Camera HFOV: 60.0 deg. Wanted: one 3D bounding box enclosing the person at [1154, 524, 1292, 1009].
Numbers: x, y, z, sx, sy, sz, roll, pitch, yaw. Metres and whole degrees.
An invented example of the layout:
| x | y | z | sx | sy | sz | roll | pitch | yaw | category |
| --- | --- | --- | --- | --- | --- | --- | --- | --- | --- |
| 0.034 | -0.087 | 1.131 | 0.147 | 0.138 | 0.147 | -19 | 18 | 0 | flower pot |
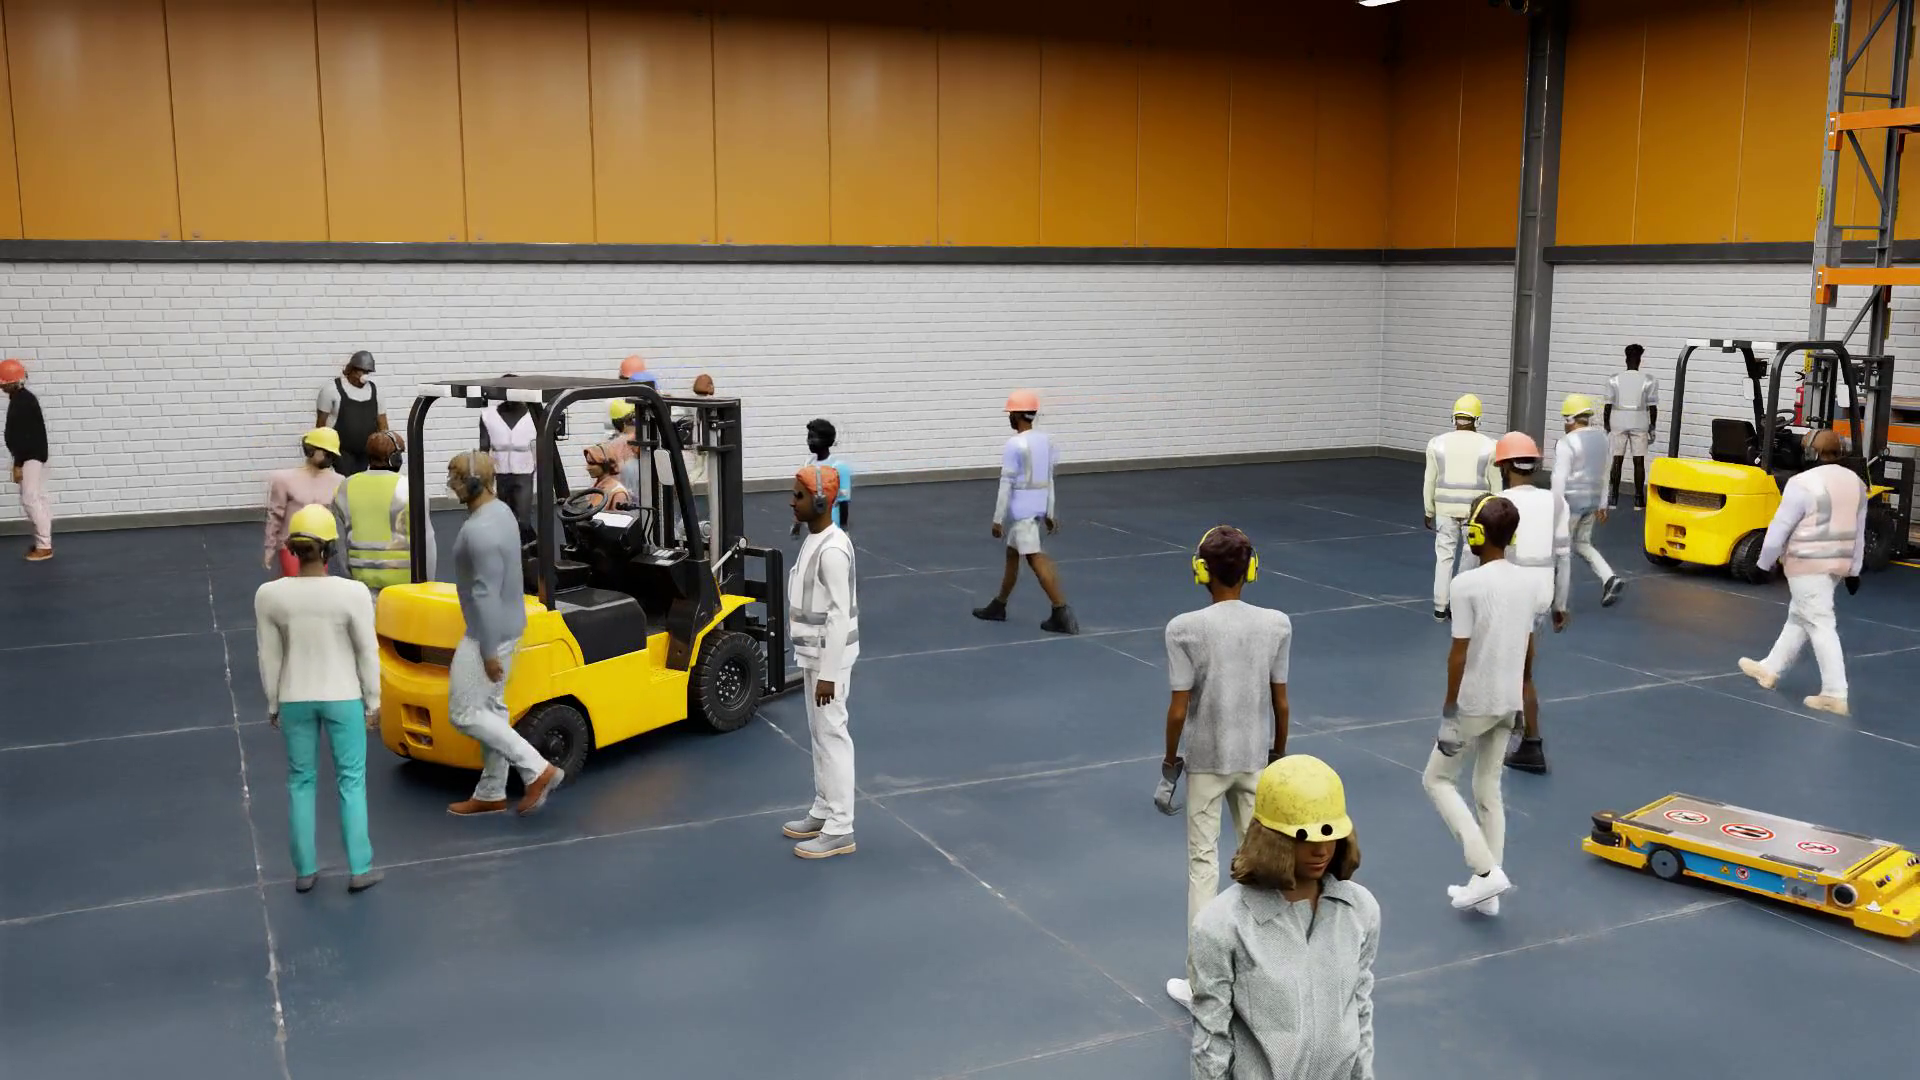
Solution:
| x | y | z | sx | sy | sz | roll | pitch | yaw | category |
| --- | --- | --- | --- | --- | --- | --- | --- | --- | --- |
| 0.986 | 0.868 | 6.267 | 0.519 | 1.861 | 0.328 | -2 | 9 | -11 | person |

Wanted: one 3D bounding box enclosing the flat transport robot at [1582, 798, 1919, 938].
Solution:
| x | y | z | sx | sy | sz | roll | pitch | yaw | category |
| --- | --- | --- | --- | --- | --- | --- | --- | --- | --- |
| 3.684 | 1.443 | 7.605 | 0.652 | 0.197 | 1.431 | -8 | 12 | -42 | flat transport robot |

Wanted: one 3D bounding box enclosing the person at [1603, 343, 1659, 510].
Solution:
| x | y | z | sx | sy | sz | roll | pitch | yaw | category |
| --- | --- | --- | --- | --- | --- | --- | --- | --- | --- |
| 7.881 | -1.329 | 19.579 | 0.609 | 1.958 | 0.389 | 4 | 10 | 25 | person |

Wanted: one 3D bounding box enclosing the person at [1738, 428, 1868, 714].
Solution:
| x | y | z | sx | sy | sz | roll | pitch | yaw | category |
| --- | --- | --- | --- | --- | --- | --- | --- | --- | --- |
| 5.459 | 0.171 | 10.791 | 0.623 | 1.791 | 0.932 | -5 | 10 | -28 | person |

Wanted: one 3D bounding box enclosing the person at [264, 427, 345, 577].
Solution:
| x | y | z | sx | sy | sz | roll | pitch | yaw | category |
| --- | --- | --- | --- | --- | --- | --- | --- | --- | --- |
| -4.527 | 0.073 | 11.576 | 0.455 | 1.722 | 0.567 | 9 | 13 | 44 | person |

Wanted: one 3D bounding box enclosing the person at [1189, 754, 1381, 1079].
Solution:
| x | y | z | sx | sy | sz | roll | pitch | yaw | category |
| --- | --- | --- | --- | --- | --- | --- | --- | --- | --- |
| 0.742 | 1.329 | 3.761 | 0.485 | 1.743 | 0.295 | -4 | 10 | -23 | person |

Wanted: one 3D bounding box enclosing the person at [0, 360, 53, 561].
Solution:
| x | y | z | sx | sy | sz | roll | pitch | yaw | category |
| --- | --- | --- | --- | --- | --- | --- | --- | --- | --- |
| -9.140 | -0.786 | 16.261 | 0.404 | 1.954 | 0.737 | -4 | 10 | -25 | person |

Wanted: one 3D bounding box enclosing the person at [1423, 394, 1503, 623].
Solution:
| x | y | z | sx | sy | sz | roll | pitch | yaw | category |
| --- | --- | --- | --- | --- | --- | --- | --- | --- | --- |
| 3.997 | -0.242 | 13.229 | 0.600 | 1.829 | 0.404 | 4 | 10 | 23 | person |

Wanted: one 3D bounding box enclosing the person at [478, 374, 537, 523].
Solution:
| x | y | z | sx | sy | sz | roll | pitch | yaw | category |
| --- | --- | --- | --- | --- | --- | --- | --- | --- | --- |
| -4.147 | -0.618 | 15.467 | 0.621 | 1.880 | 0.917 | -1 | 9 | -6 | person |

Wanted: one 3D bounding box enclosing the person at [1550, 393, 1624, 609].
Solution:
| x | y | z | sx | sy | sz | roll | pitch | yaw | category |
| --- | --- | --- | --- | --- | --- | --- | --- | --- | --- |
| 5.115 | -0.296 | 13.648 | 0.592 | 1.806 | 0.622 | -6 | 11 | -31 | person |

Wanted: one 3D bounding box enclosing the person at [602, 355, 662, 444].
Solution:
| x | y | z | sx | sy | sz | roll | pitch | yaw | category |
| --- | --- | --- | --- | --- | --- | --- | --- | --- | --- |
| -3.090 | -0.765 | 15.939 | 0.633 | 2.012 | 0.580 | -1 | 9 | -9 | person |

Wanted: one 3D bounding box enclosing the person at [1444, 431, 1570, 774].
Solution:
| x | y | z | sx | sy | sz | roll | pitch | yaw | category |
| --- | --- | --- | --- | --- | --- | --- | --- | --- | --- |
| 3.140 | 0.324 | 9.549 | 0.572 | 1.875 | 0.958 | -2 | 9 | -15 | person |

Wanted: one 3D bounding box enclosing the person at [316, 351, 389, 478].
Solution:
| x | y | z | sx | sy | sz | roll | pitch | yaw | category |
| --- | --- | --- | --- | --- | --- | --- | --- | --- | --- |
| -6.379 | -1.043 | 17.558 | 0.892 | 2.000 | 0.702 | 8 | 12 | 42 | person |

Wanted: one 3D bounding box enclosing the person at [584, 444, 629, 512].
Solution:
| x | y | z | sx | sy | sz | roll | pitch | yaw | category |
| --- | --- | --- | --- | --- | --- | --- | --- | --- | --- |
| -2.414 | 0.152 | 11.413 | 0.310 | 1.633 | 0.518 | -6 | 11 | -35 | person |

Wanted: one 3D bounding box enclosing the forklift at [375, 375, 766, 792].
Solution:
| x | y | z | sx | sy | sz | roll | pitch | yaw | category |
| --- | --- | --- | --- | --- | --- | --- | --- | --- | --- |
| -2.268 | 0.149 | 9.685 | 1.214 | 2.155 | 2.313 | 6 | 11 | 32 | forklift |

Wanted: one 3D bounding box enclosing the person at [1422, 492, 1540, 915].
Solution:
| x | y | z | sx | sy | sz | roll | pitch | yaw | category |
| --- | --- | --- | --- | --- | --- | --- | --- | --- | --- |
| 2.247 | 0.717 | 7.217 | 0.548 | 1.852 | 0.390 | -5 | 10 | -27 | person |

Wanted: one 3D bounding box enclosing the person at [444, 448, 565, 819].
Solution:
| x | y | z | sx | sy | sz | roll | pitch | yaw | category |
| --- | --- | --- | --- | --- | --- | --- | --- | --- | --- |
| -2.351 | 0.489 | 8.401 | 0.521 | 1.922 | 0.639 | -1 | 9 | -5 | person |

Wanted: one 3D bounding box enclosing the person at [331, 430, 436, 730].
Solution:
| x | y | z | sx | sy | sz | roll | pitch | yaw | category |
| --- | --- | --- | --- | --- | --- | --- | --- | --- | --- |
| -3.476 | 0.249 | 10.157 | 0.626 | 1.843 | 0.430 | 2 | 9 | 11 | person |

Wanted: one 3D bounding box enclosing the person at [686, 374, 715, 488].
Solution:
| x | y | z | sx | sy | sz | roll | pitch | yaw | category |
| --- | --- | --- | --- | --- | --- | --- | --- | --- | --- |
| -2.980 | -1.127 | 19.377 | 0.519 | 1.622 | 0.590 | 6 | 11 | 34 | person |

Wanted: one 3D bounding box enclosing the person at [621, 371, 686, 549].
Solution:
| x | y | z | sx | sy | sz | roll | pitch | yaw | category |
| --- | --- | --- | --- | --- | --- | --- | --- | --- | --- |
| -2.804 | -0.605 | 15.297 | 0.626 | 1.910 | 0.916 | 7 | 11 | 36 | person |

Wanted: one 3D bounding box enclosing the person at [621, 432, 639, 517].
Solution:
| x | y | z | sx | sy | sz | roll | pitch | yaw | category |
| --- | --- | --- | --- | --- | --- | --- | --- | --- | --- |
| -2.545 | -0.126 | 13.199 | 0.749 | 1.605 | 0.501 | 6 | 11 | 33 | person |

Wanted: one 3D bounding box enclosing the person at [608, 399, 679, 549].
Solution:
| x | y | z | sx | sy | sz | roll | pitch | yaw | category |
| --- | --- | --- | --- | --- | --- | --- | --- | --- | --- |
| -2.679 | -0.347 | 14.235 | 0.848 | 1.723 | 0.547 | 8 | 12 | 41 | person |

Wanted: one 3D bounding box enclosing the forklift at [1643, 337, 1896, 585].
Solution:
| x | y | z | sx | sy | sz | roll | pitch | yaw | category |
| --- | --- | --- | --- | --- | --- | --- | --- | --- | --- |
| 7.551 | -0.789 | 15.507 | 2.313 | 2.155 | 1.214 | -4 | 10 | -25 | forklift |

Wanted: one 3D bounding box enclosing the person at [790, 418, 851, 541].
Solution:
| x | y | z | sx | sy | sz | roll | pitch | yaw | category |
| --- | --- | --- | --- | --- | --- | --- | --- | --- | --- |
| -1.085 | -0.092 | 12.764 | 0.424 | 1.682 | 0.538 | -5 | 11 | -30 | person |

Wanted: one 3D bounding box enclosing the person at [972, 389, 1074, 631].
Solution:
| x | y | z | sx | sy | sz | roll | pitch | yaw | category |
| --- | --- | --- | --- | --- | --- | --- | --- | --- | --- |
| 0.521 | -0.236 | 13.035 | 0.983 | 1.892 | 0.560 | 6 | 11 | 34 | person |

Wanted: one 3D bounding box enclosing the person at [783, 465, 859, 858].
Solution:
| x | y | z | sx | sy | sz | roll | pitch | yaw | category |
| --- | --- | --- | --- | --- | --- | --- | --- | --- | --- |
| -0.667 | 0.576 | 8.001 | 0.355 | 1.883 | 0.575 | -2 | 9 | -15 | person |

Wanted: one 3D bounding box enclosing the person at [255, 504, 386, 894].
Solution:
| x | y | z | sx | sy | sz | roll | pitch | yaw | category |
| --- | --- | --- | --- | --- | --- | --- | --- | --- | --- |
| -2.869 | 0.716 | 7.498 | 0.529 | 1.767 | 0.323 | -1 | 9 | -4 | person |
